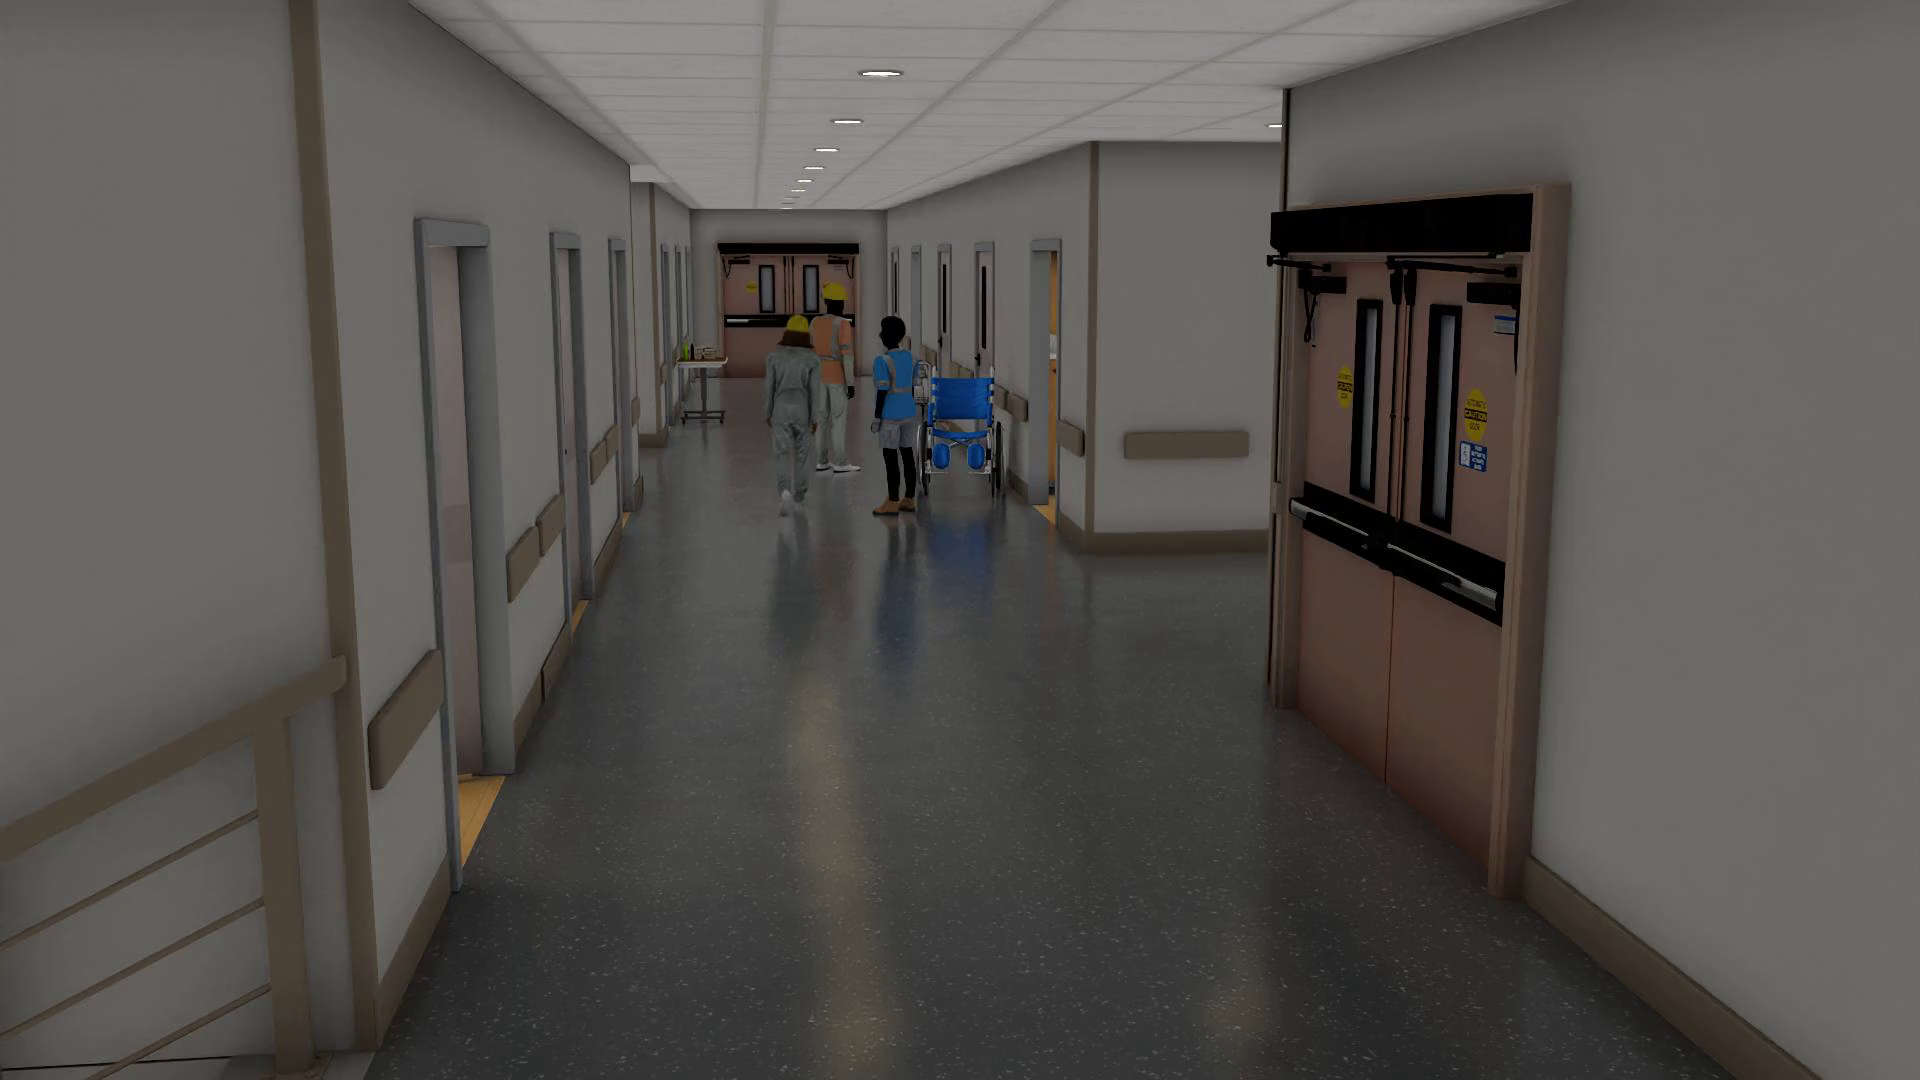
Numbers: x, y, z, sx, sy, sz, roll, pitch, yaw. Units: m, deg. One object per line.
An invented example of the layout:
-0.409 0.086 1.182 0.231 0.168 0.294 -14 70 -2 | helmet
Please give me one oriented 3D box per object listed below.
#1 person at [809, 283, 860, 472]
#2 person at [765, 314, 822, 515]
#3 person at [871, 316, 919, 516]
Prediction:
-1.287 -1.651 16.977 0.590 1.927 0.367 9 13 41 | person
-1.431 -1.081 14.290 0.494 1.708 0.807 -1 10 -4 | person
-0.560 -1.054 14.170 0.321 1.697 0.529 7 12 35 | person
